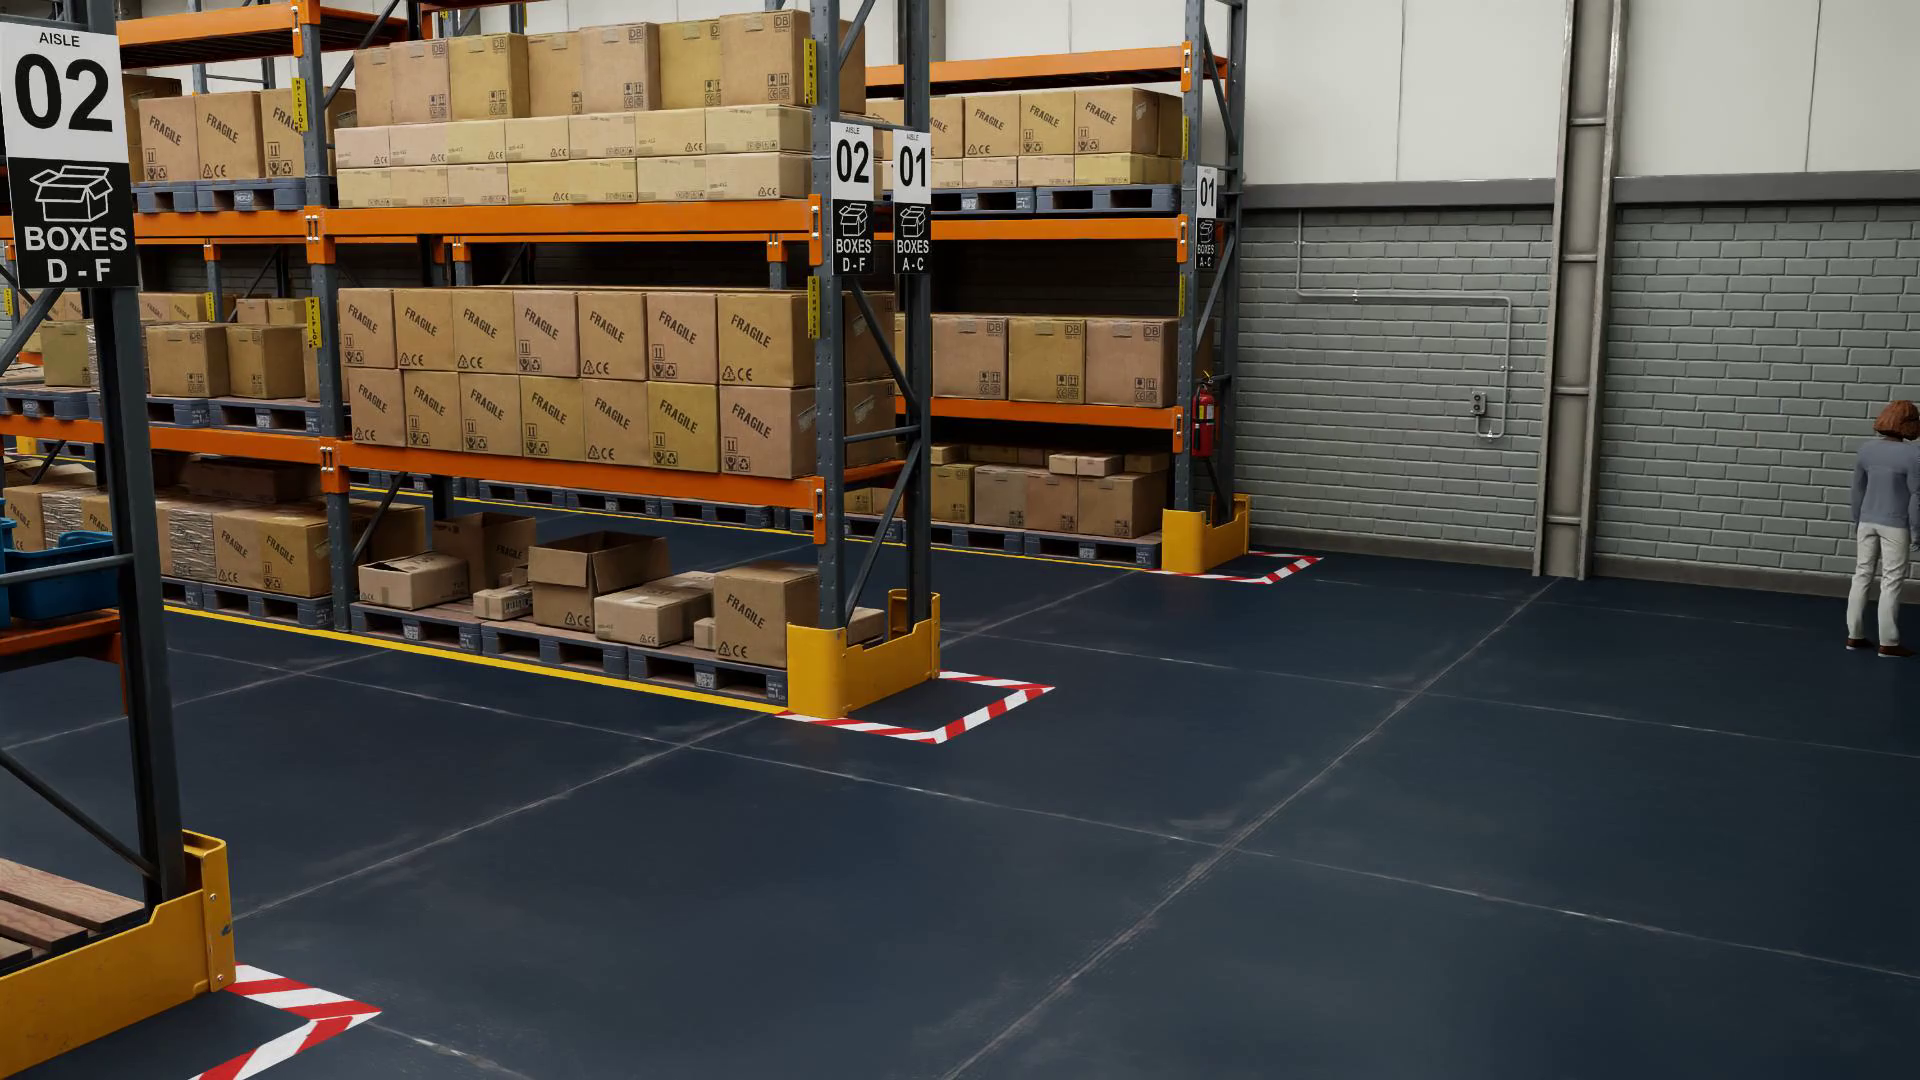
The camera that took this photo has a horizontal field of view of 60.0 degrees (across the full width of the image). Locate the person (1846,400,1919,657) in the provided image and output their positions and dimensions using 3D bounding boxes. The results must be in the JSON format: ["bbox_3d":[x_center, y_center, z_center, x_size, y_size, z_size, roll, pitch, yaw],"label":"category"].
[{"bbox_3d":[5.895,-0.077,10.578,0.279,1.632,0.502,-4,10,-20],"label":"person"}]
